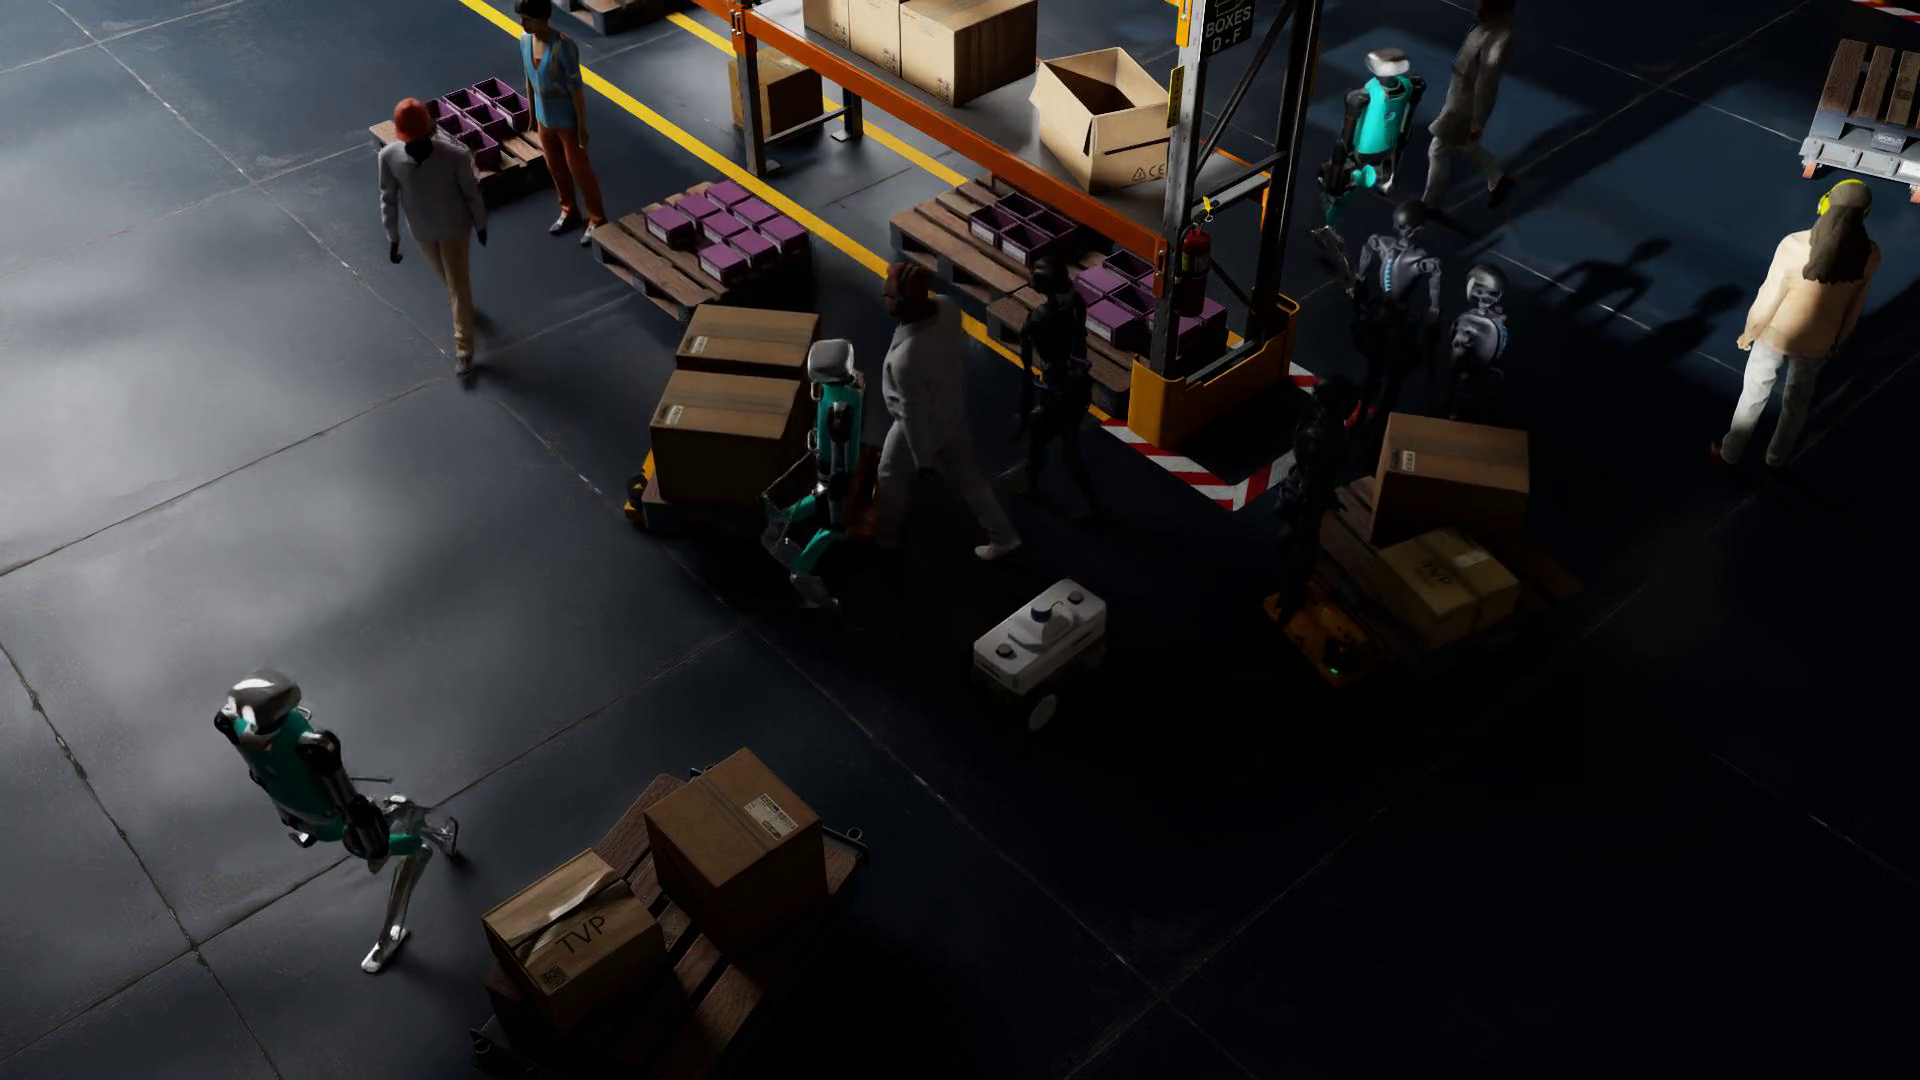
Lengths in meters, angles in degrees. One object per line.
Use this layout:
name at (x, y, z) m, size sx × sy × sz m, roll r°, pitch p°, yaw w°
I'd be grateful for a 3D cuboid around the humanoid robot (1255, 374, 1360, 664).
humanoid robot at (1.723, -0.127, 8.198) m, size 0.340 × 1.662 × 0.591 m, roll 16°, pitch 45°, yaw 17°

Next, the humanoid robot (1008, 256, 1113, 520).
humanoid robot at (0.538, -0.760, 8.916) m, size 0.581 × 1.644 × 0.599 m, roll 31°, pitch 51°, yaw 29°

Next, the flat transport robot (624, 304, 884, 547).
flat transport robot at (-1.125, -0.323, 9.446) m, size 1.431 × 0.231 × 0.659 m, roll 6°, pitch 43°, yaw 6°

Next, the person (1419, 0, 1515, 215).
person at (3.458, -2.924, 11.153) m, size 0.694 × 1.797 × 0.531 m, roll 12°, pitch 44°, yaw 12°

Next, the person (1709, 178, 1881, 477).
person at (4.587, -1.124, 9.133) m, size 0.553 × 1.876 × 0.397 m, roll 6°, pitch 43°, yaw 7°

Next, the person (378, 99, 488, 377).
person at (-3.178, -1.875, 10.069) m, size 0.565 × 1.712 × 0.861 m, roll 3°, pitch 43°, yaw 3°

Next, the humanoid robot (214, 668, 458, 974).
humanoid robot at (-2.439, 1.015, 6.942) m, size 0.552 × 1.817 × 0.891 m, roll 16°, pitch 45°, yaw 17°

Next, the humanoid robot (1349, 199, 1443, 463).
humanoid robot at (2.444, -1.184, 9.336) m, size 0.387 × 1.648 × 0.601 m, roll -33°, pitch 52°, yaw -30°

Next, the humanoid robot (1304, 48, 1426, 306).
humanoid robot at (2.468, -2.430, 10.693) m, size 0.537 × 1.751 × 1.053 m, roll -16°, pitch 45°, yaw -17°

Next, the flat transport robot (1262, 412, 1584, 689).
flat transport robot at (2.381, 0.284, 8.786) m, size 1.431 × 0.231 × 0.659 m, roll -19°, pitch 46°, yaw -19°

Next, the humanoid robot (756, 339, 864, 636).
humanoid robot at (-0.804, -0.215, 8.257) m, size 0.739 × 1.801 × 0.571 m, roll -2°, pitch 43°, yaw -2°

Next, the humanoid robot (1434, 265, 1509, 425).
humanoid robot at (2.701, -0.697, 8.814) m, size 0.398 × 1.640 × 0.604 m, roll 28°, pitch 49°, yaw 27°

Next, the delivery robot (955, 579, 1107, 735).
delivery robot at (0.395, 0.525, 8.295) m, size 0.750 × 0.570 × 0.499 m, roll -34°, pitch 52°, yaw -31°

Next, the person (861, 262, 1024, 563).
person at (-0.125, -0.609, 8.580) m, size 0.957 × 1.863 × 0.627 m, roll 19°, pitch 46°, yaw 20°

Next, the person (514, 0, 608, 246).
person at (-2.668, -2.807, 11.050) m, size 0.504 × 1.756 × 0.325 m, roll 23°, pitch 47°, yaw 23°
